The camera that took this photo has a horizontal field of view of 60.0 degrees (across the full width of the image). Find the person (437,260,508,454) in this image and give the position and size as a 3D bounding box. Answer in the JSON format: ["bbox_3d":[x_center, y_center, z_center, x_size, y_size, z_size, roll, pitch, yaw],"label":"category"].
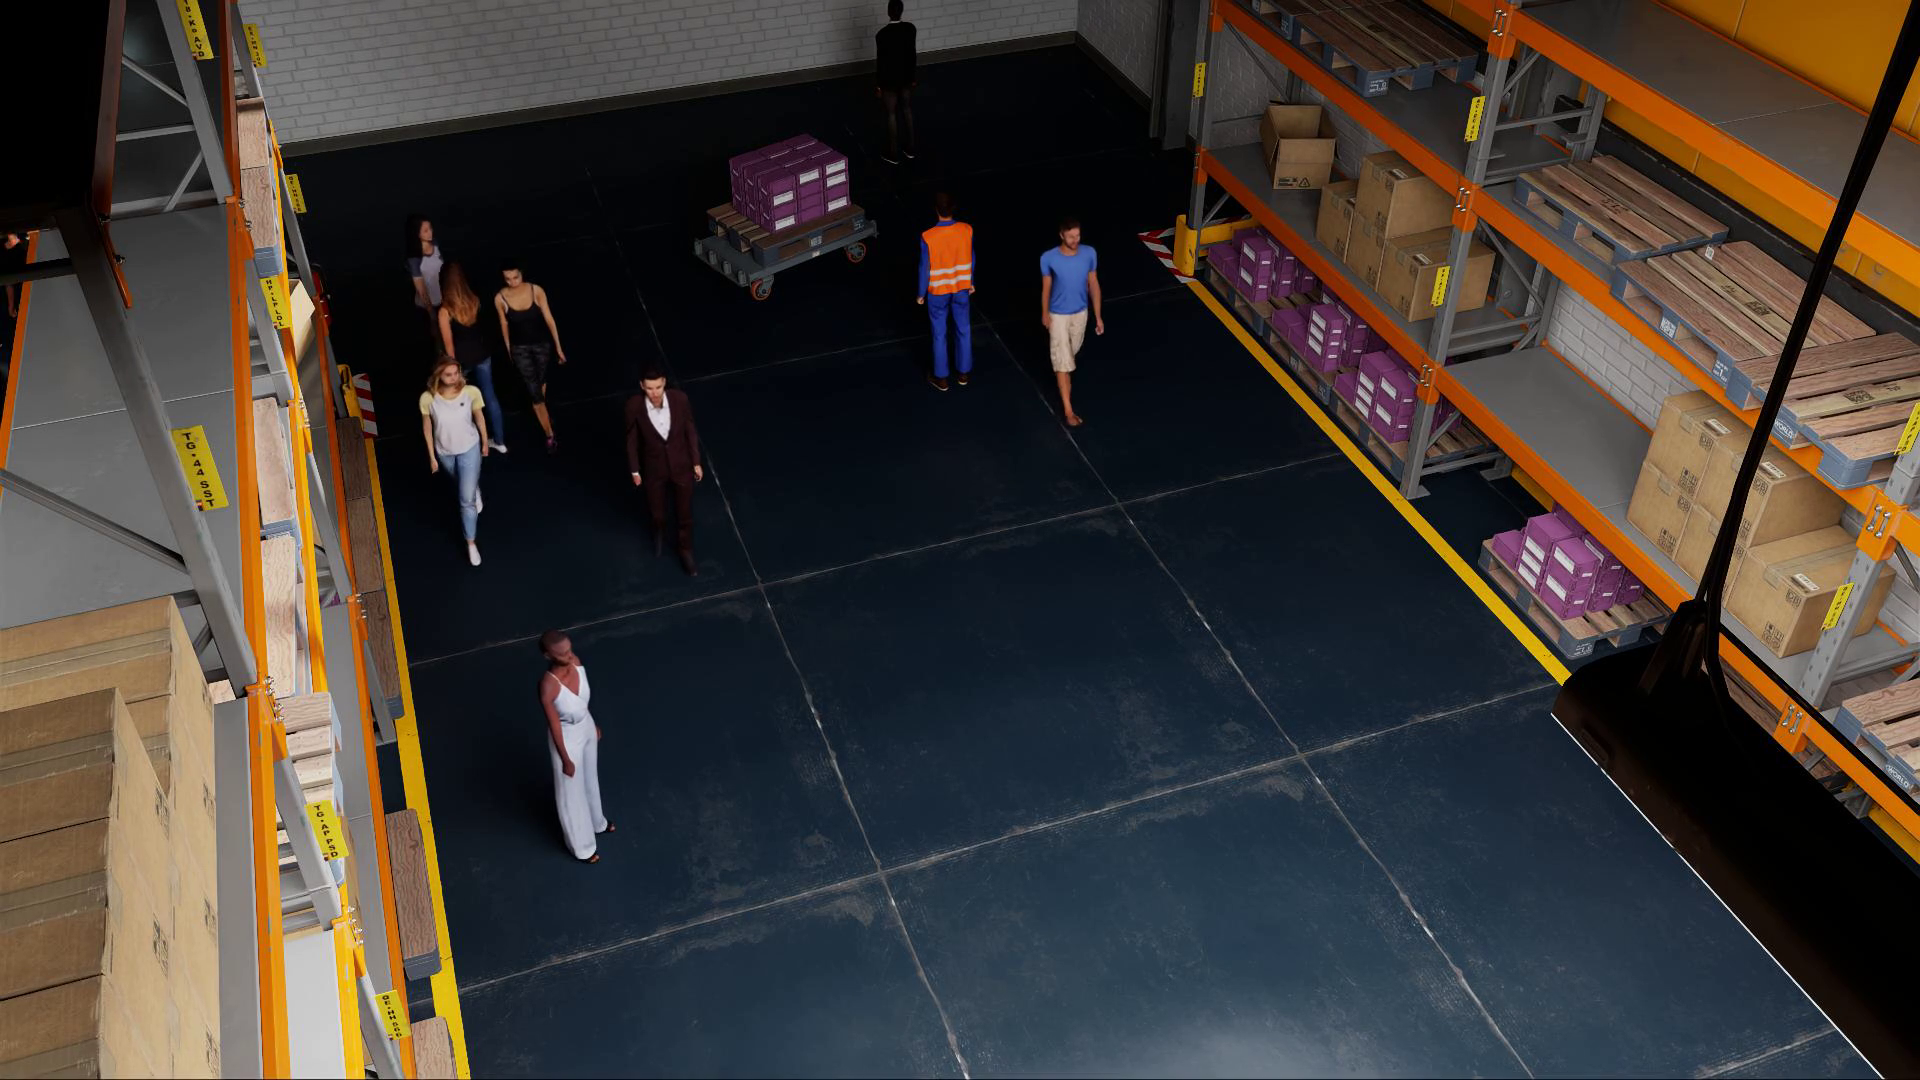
[{"bbox_3d":[-3.967,-1.448,13.623,1.041,1.685,0.876,27,46,30],"label":"person"}]

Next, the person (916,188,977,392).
[{"bbox_3d":[-0.111,-2.162,14.378,0.693,1.860,0.595,-14,41,-17],"label":"person"}]

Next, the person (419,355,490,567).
[{"bbox_3d":[-3.850,-0.718,12.715,0.674,1.678,1.149,-10,40,-13],"label":"person"}]

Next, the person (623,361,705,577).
[{"bbox_3d":[-2.206,-0.598,12.424,0.687,1.853,0.777,-13,40,-16],"label":"person"}]

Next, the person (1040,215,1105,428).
[{"bbox_3d":[0.892,-1.972,14.174,0.682,1.816,1.219,-11,40,-14],"label":"person"}]

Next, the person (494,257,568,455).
[{"bbox_3d":[-3.601,-1.647,13.865,0.678,1.695,1.031,-20,43,-24],"label":"person"}]

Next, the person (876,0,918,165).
[{"bbox_3d":[-0.675,-4.952,17.918,0.714,1.800,0.659,-24,45,-27],"label":"person"}]

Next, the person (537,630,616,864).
[{"bbox_3d":[-2.374,1.239,10.178,0.697,1.786,0.591,9,39,11],"label":"person"}]

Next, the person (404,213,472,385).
[{"bbox_3d":[-4.607,-2.074,14.401,0.783,1.692,0.711,9,39,11],"label":"person"}]
